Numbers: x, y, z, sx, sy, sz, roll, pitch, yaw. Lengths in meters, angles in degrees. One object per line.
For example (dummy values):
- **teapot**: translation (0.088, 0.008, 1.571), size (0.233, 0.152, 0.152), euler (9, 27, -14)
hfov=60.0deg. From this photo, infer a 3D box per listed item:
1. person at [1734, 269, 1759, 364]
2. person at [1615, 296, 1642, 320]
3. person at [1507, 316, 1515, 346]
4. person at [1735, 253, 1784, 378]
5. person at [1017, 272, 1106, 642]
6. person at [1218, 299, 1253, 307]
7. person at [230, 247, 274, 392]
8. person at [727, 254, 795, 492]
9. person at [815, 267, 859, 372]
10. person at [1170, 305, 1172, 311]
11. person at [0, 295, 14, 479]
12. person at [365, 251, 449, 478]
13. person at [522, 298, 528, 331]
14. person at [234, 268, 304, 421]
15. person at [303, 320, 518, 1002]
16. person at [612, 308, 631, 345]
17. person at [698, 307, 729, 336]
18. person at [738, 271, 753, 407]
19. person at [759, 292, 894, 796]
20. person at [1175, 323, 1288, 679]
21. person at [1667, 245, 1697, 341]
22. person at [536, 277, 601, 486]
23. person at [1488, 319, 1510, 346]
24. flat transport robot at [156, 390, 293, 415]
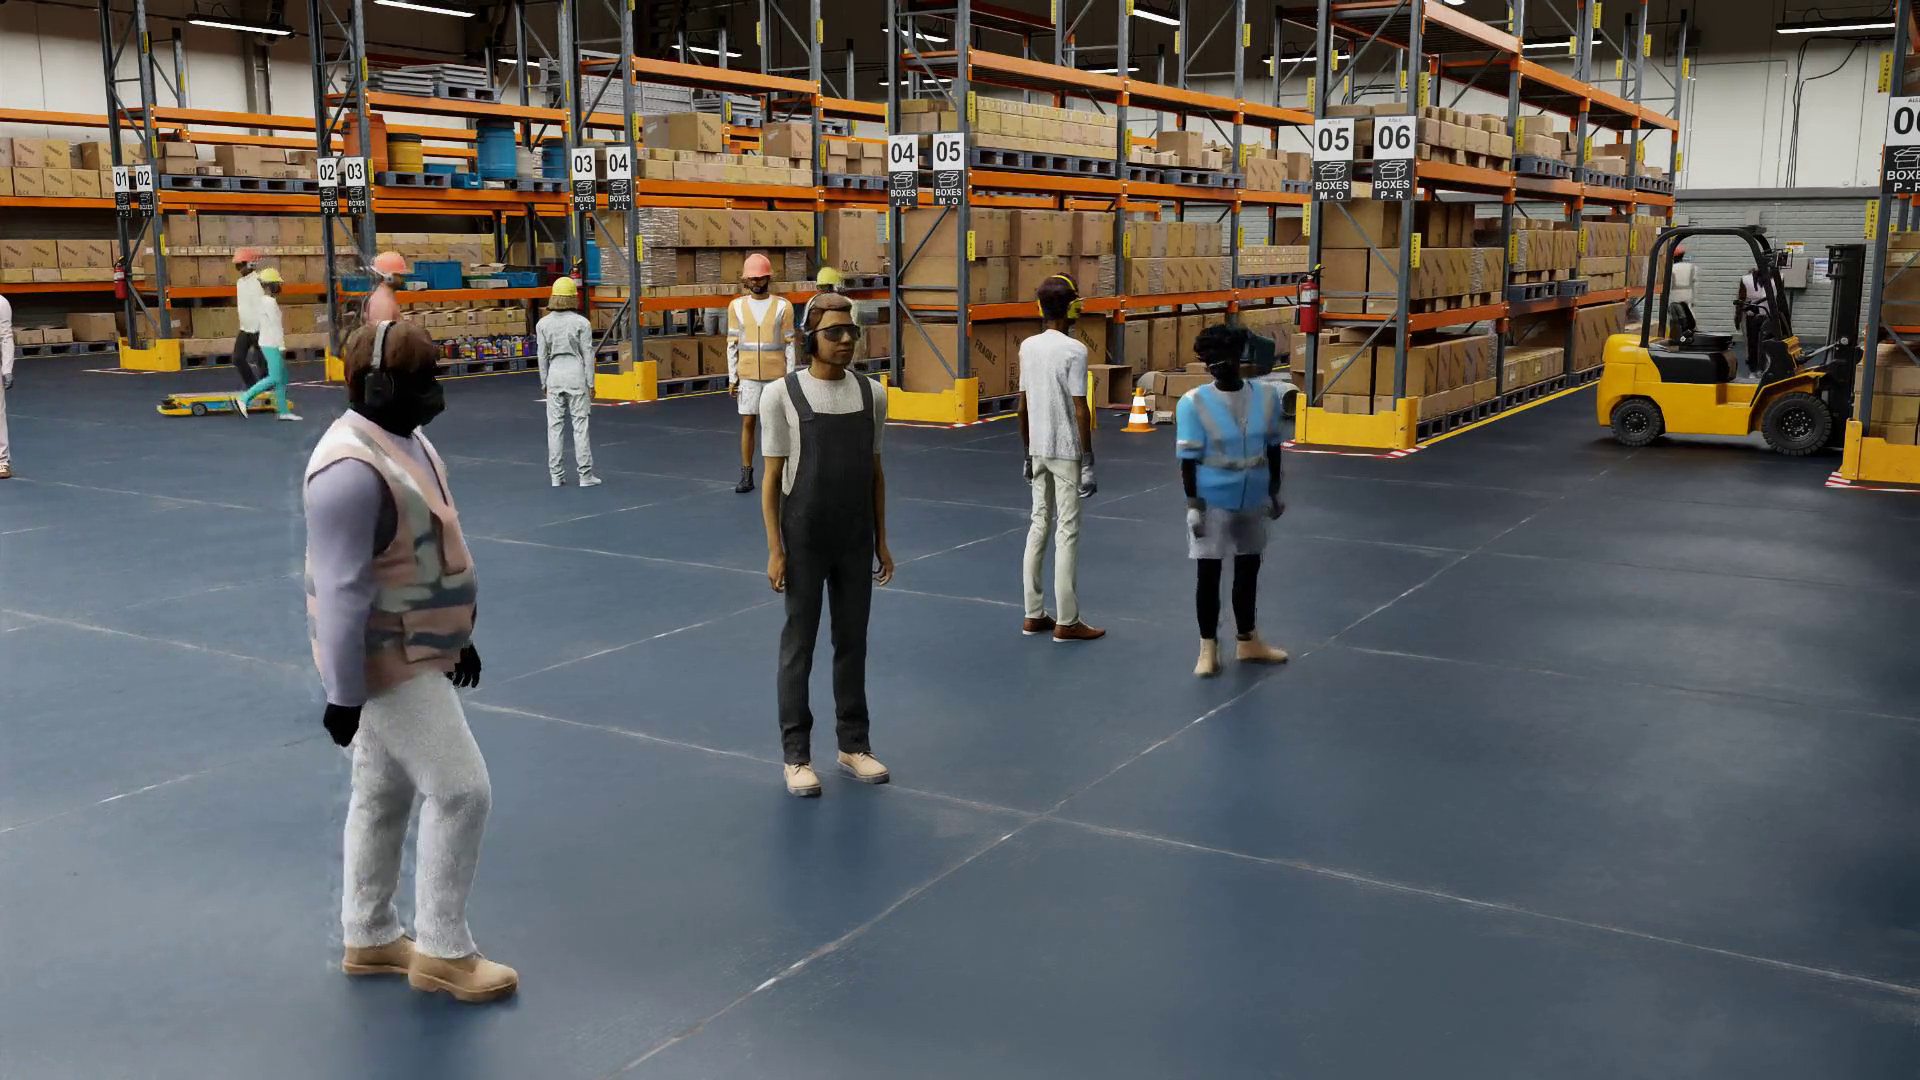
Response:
- **person**: translation (13.262, -3.738, 27.886), size (0.515, 1.587, 0.899), euler (7, 12, 34)
- **person**: translation (12.364, -4.362, 30.641), size (0.894, 1.854, 0.657), euler (9, 13, 40)
- **person**: translation (10.572, -4.567, 31.638), size (0.653, 1.907, 0.563), euler (7, 12, 35)
- **person**: translation (11.746, -3.268, 24.462), size (0.618, 1.865, 1.015), euler (6, 12, 28)
- **person**: translation (0.509, -0.418, 8.497), size (0.328, 1.877, 0.514), euler (-9, 13, -40)
- **person**: translation (4.998, -4.323, 30.320), size (0.594, 1.897, 0.840), euler (6, 12, 32)
- **person**: translation (-8.641, -2.576, 20.313), size (0.619, 1.976, 0.498), euler (7, 12, 34)
- **person**: translation (-1.612, -1.341, 13.488), size (0.552, 1.935, 0.365), euler (0, 10, 0)
- **person**: translation (-1.229, -1.858, 16.822), size (0.580, 1.796, 0.927), euler (6, 12, 31)
- **person**: translation (4.689, -5.283, 36.414), size (0.311, 1.636, 0.521), euler (5, 11, 25)
- **person**: translation (-8.462, -1.462, 14.259), size (0.643, 1.908, 0.411), euler (-4, 11, -20)
- **person**: translation (-4.911, -1.459, 14.099), size (0.915, 1.961, 0.609), euler (-5, 11, -27)
- **person**: translation (-9.164, -5.283, 35.489), size (0.369, 1.965, 0.609), euler (-10, 14, -43)
- **person**: translation (-7.844, -2.192, 18.775), size (0.666, 1.748, 0.520), euler (-5, 11, -28)
- **person**: translation (-1.434, 0.326, 4.492), size (0.652, 1.821, 0.630), euler (-2, 10, -9)
- **person**: translation (-6.507, -4.590, 31.981), size (0.590, 1.833, 0.404), euler (7, 12, 36)
- **person**: translation (-3.680, -3.442, 25.282), size (0.628, 1.933, 0.356), euler (0, 10, 2)
- **person**: translation (-2.452, -2.507, 20.522), size (0.535, 1.749, 0.536), euler (0, 10, 2)
- **person**: translation (-0.484, 0.014, 6.159), size (0.508, 1.846, 0.342), euler (-6, 12, -30)
- **person**: translation (1.308, -0.181, 7.767), size (0.682, 1.661, 0.338), euler (-4, 11, -21)
- **person**: translation (13.109, -4.361, 30.231), size (0.630, 2.008, 0.911), euler (1, 10, 5)
- **person**: translation (-3.265, -1.311, 13.868), size (0.486, 1.744, 0.294), euler (1, 10, 7)
- **person**: translation (10.751, -4.782, 33.120), size (0.506, 1.824, 0.971), euler (-8, 13, -38)
- **flat transport robot**: translation (-8.793, -1.650, 19.886), size (1.431, 0.197, 0.652), euler (-6, 12, -30)
